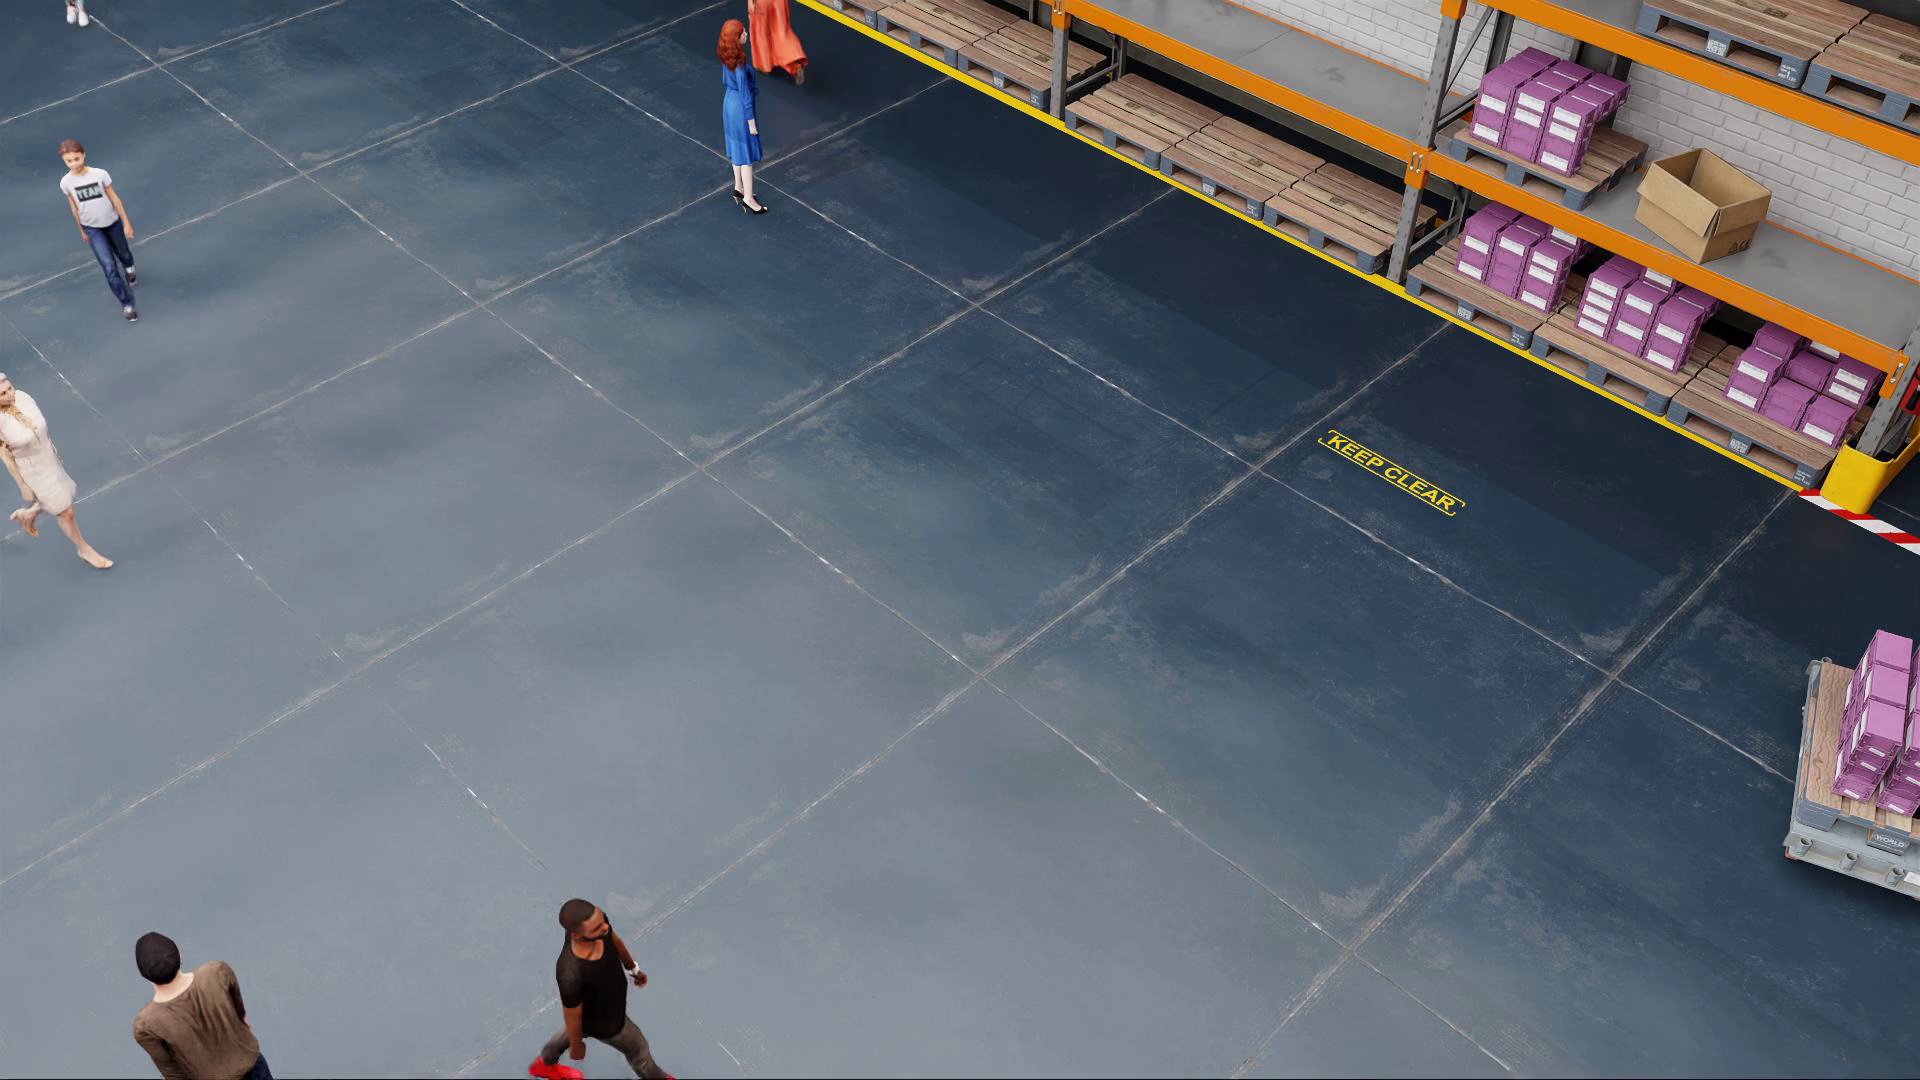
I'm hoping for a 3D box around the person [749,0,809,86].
[{"bbox_3d":[-1.836,-5.328,16.421,0.756,1.778,1.118,-27,50,-25],"label":"person"}]

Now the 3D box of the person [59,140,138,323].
[{"bbox_3d":[-7.110,-2.641,13.780,0.745,1.530,1.082,-20,47,-20],"label":"person"}]

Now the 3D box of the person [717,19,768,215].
[{"bbox_3d":[-1.941,-3.740,14.718,0.746,1.828,0.612,-19,47,-19],"label":"person"}]

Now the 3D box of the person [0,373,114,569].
[{"bbox_3d":[-6.364,-0.463,11.357,1.036,1.719,0.895,9,44,9],"label":"person"}]

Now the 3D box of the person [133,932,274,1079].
[{"bbox_3d":[-3.541,2.587,8.073,1.174,1.833,0.742,28,50,26],"label":"person"}]

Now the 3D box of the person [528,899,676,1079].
[{"bbox_3d":[-1.913,2.333,8.383,1.255,1.773,1.174,1,44,1],"label":"person"}]
